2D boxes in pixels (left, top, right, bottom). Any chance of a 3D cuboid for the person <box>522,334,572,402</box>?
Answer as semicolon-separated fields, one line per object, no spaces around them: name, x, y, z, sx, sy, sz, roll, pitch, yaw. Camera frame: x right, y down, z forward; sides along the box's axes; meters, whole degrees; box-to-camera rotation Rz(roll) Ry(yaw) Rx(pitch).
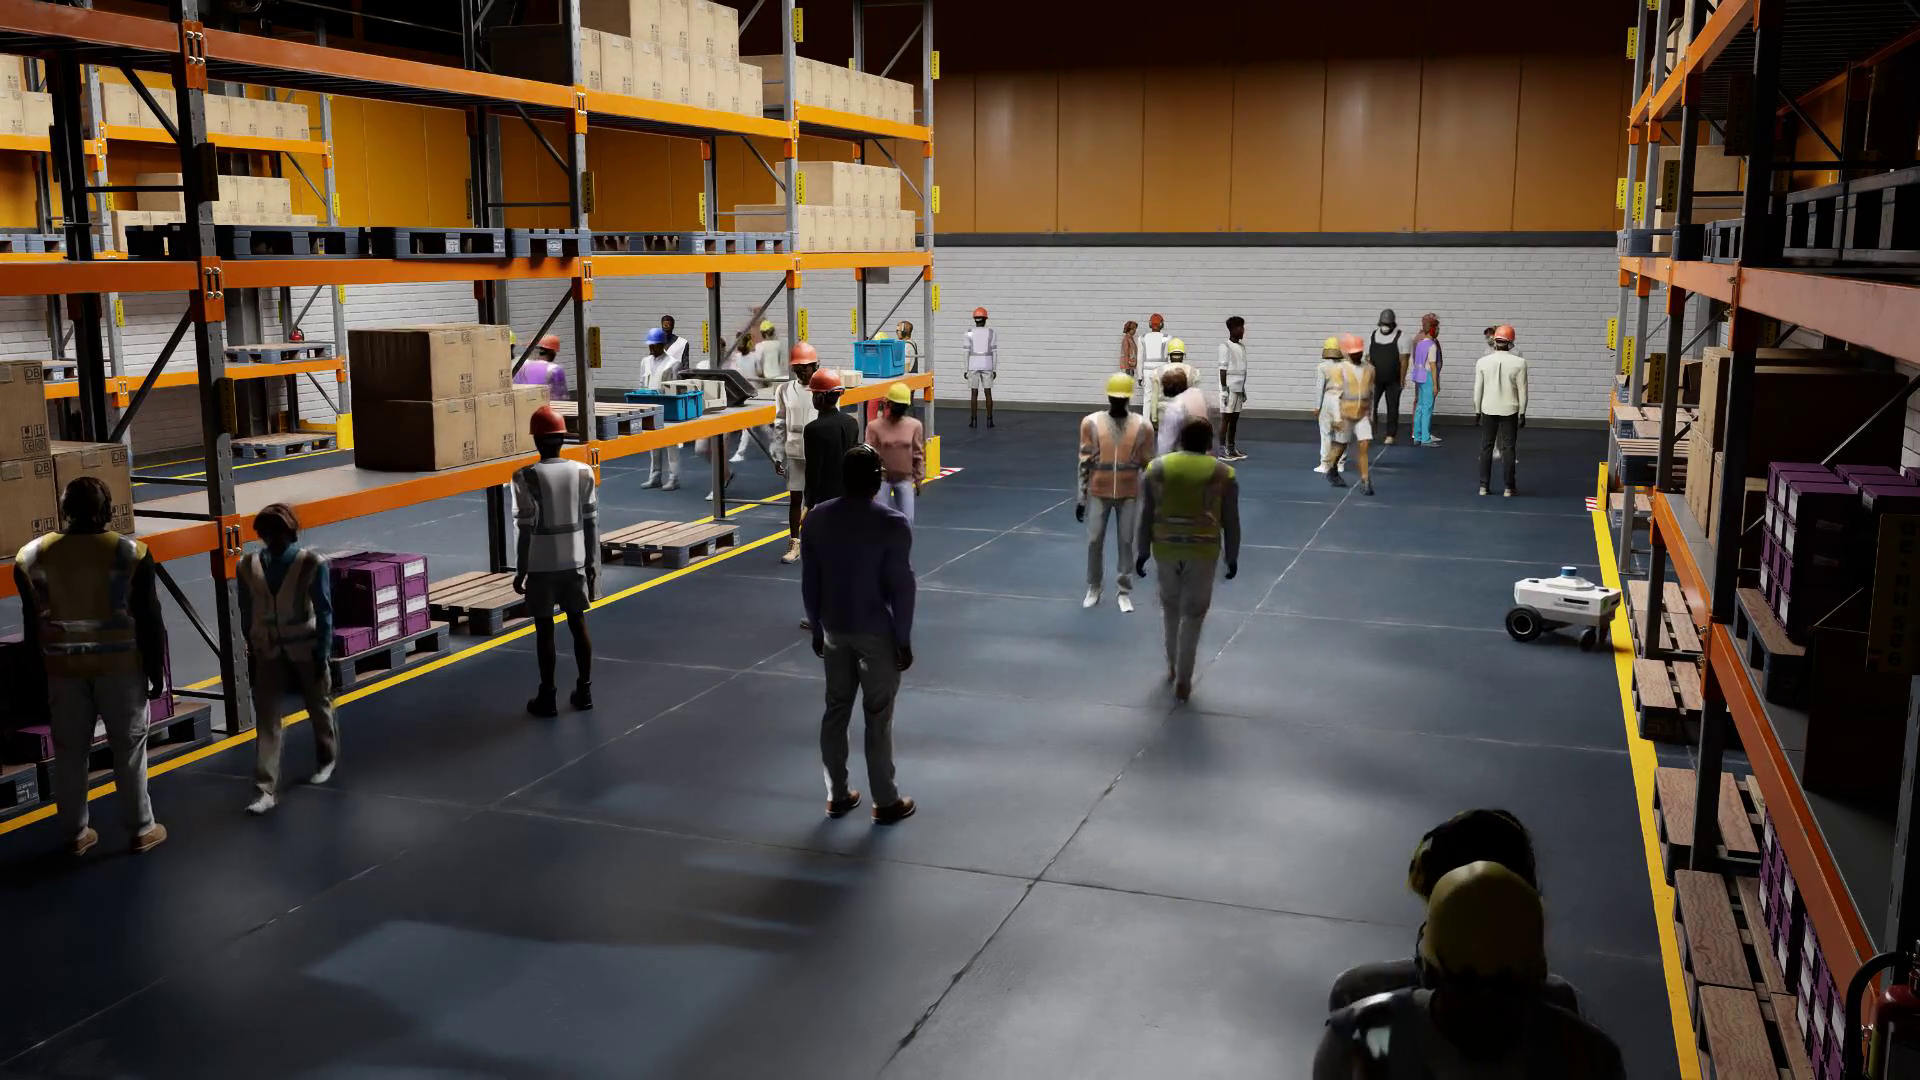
person;-4.721;-1.434;19.315;0.543;1.896;0.780;6;11;28

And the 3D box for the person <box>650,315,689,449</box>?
person;-4.184;-2.273;23.956;0.591;1.922;0.390;1;10;7

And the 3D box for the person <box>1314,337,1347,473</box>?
person;4.785;-1.739;21.459;0.492;1.740;0.325;-4;11;-20

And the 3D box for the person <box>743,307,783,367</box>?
person;-3.397;-3.114;28.901;1.007;1.850;0.640;9;13;41

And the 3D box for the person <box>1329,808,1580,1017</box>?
person;0.938;1.440;3.364;0.606;1.826;0.798;0;10;1

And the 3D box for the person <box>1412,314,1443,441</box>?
person;7.015;-2.426;24.906;0.399;1.903;0.670;-1;10;-7

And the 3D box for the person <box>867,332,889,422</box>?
person;-1.067;-1.930;22.481;0.524;1.762;0.325;-1;10;-6

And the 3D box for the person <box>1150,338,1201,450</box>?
person;2.552;-1.472;19.738;0.591;1.823;0.405;0;10;2

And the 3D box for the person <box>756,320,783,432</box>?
person;-2.981;-2.542;25.955;0.539;1.757;0.360;-8;13;-39

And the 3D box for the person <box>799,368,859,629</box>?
person;-1.004;-0.309;12.689;0.380;1.995;0.611;6;12;30

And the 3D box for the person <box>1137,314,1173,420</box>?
person;2.988;-2.496;25.330;0.581;1.888;0.365;4;11;22

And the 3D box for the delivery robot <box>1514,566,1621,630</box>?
delivery robot;4.481;0.439;12.266;0.707;0.478;0.477;8;13;39

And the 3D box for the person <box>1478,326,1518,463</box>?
person;7.284;-1.952;22.414;0.596;1.843;0.352;8;13;38

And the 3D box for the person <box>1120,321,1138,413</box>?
person;2.865;-2.903;28.299;0.310;1.640;0.514;2;10;13

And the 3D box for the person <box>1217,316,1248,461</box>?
person;3.727;-2.071;22.689;0.367;1.967;0.607;7;12;36

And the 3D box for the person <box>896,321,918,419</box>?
person;-0.773;-2.215;23.844;0.332;1.844;0.517;2;10;10

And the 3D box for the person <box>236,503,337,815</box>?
person;-3.532;0.592;8.743;0.516;1.589;0.864;0;10;-2

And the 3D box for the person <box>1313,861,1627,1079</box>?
person;0.938;1.469;3.142;0.600;1.827;0.404;1;10;8

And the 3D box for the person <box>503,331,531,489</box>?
person;-5.429;-1.580;20.067;0.612;1.914;0.501;3;10;14

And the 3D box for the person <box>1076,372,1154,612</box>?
person;1.252;-0.386;13.324;0.631;1.924;0.388;1;10;4

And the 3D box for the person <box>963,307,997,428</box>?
person;0.321;-2.760;26.678;0.547;1.929;0.385;0;10;-2

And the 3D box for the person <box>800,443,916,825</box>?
person;-0.509;0.475;8.436;0.629;1.939;0.374;5;11;27

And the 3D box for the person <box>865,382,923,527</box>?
person;-0.599;-0.523;14.598;0.550;1.746;0.506;-2;10;-13

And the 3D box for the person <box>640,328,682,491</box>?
person;-3.582;-1.558;19.860;0.615;1.943;0.409;6;12;30

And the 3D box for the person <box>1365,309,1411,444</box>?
person;6.198;-2.390;24.281;0.687;2.000;0.849;5;11;25

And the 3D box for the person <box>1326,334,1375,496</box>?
person;4.648;-1.503;19.732;0.568;1.899;0.922;-2;10;-11

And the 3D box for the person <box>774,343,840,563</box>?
person;-1.404;-0.784;15.230;0.615;2.040;0.391;1;10;8

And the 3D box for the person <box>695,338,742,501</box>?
person;-2.818;-1.421;19.247;0.682;1.889;0.659;7;12;33

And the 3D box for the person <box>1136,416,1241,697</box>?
person;1.535;0.088;11.006;0.648;1.805;0.861;4;11;20

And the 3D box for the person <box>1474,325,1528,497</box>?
person;6.313;-1.504;19.414;0.608;1.996;0.379;6;12;30

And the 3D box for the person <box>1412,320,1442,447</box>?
person;6.773;-2.269;24.135;0.389;1.850;0.566;-1;10;-7

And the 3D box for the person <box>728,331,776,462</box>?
person;-2.816;-1.993;22.790;0.548;1.795;1.077;8;13;37

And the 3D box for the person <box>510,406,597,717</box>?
person;-2.534;0.131;10.375;0.552;1.934;0.356;-8;13;-36

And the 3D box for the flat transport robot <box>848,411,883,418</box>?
flat transport robot;-1.581;-1.900;26.502;0.652;0.197;1.431;8;13;38

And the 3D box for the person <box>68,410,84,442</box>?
person;-6.607;-0.173;12.777;0.544;1.681;0.407;1;10;6

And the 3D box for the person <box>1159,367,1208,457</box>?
person;2.078;-0.713;15.541;0.432;1.808;0.688;8;13;40

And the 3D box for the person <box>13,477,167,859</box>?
person;-4.124;0.611;7.970;0.621;1.837;0.429;-2;10;-12
